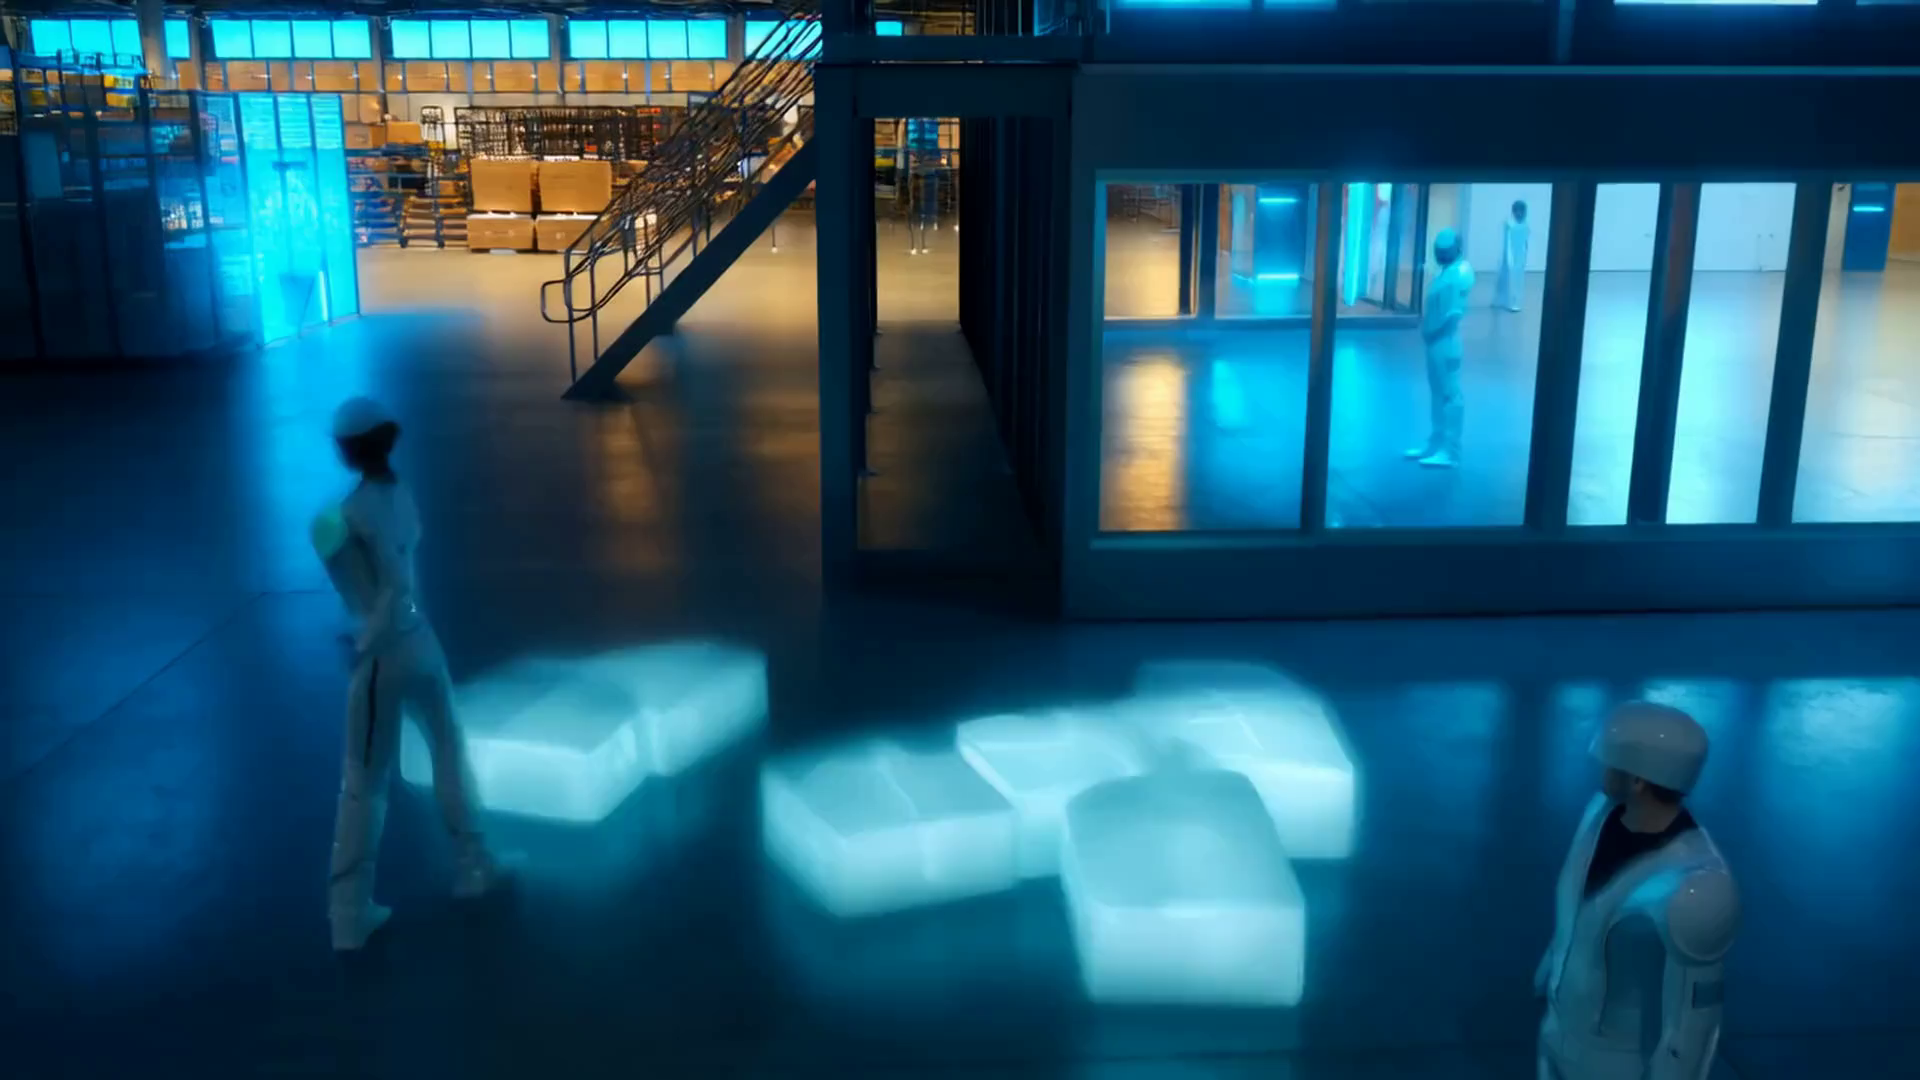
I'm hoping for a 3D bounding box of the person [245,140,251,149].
[{"bbox_3d":[-36.774,-19.646,85.834,0.403,1.904,0.651,-1,14,-2],"label":"person"}]

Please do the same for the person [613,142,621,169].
[{"bbox_3d":[-15.807,-17.332,76.588,0.403,1.904,0.651,-1,14,-2],"label":"person"}]

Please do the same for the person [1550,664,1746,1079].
[{"bbox_3d":[1.371,1.076,3.431,0.317,1.695,0.540,-1,14,-2],"label":"person"}]

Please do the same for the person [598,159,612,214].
[{"bbox_3d":[-10.210,-10.047,47.754,0.331,1.765,0.533,-1,14,-2],"label":"person"}]

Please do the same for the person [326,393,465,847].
[{"bbox_3d":[-2.177,0.320,6.355,0.394,1.754,0.549,2,14,6],"label":"person"}]

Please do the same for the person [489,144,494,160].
[{"bbox_3d":[-24.548,-19.954,87.416,0.416,1.740,0.573,-1,14,-6],"label":"person"}]

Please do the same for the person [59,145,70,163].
[{"bbox_3d":[-40.390,-16.925,75.110,0.404,1.827,0.600,-1,14,-2],"label":"person"}]

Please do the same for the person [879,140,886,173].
[{"bbox_3d":[-4.446,-22.029,95.559,0.423,1.819,0.606,-1,14,-3],"label":"person"}]

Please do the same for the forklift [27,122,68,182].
[{"bbox_3d":[-35.376,-14.773,64.377,1.129,2.768,1.873,-1,14,-2],"label":"forklift"}]

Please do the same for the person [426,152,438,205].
[{"bbox_3d":[-17.116,-11.651,53.960,0.310,1.864,0.533,-1,14,-2],"label":"person"}]
